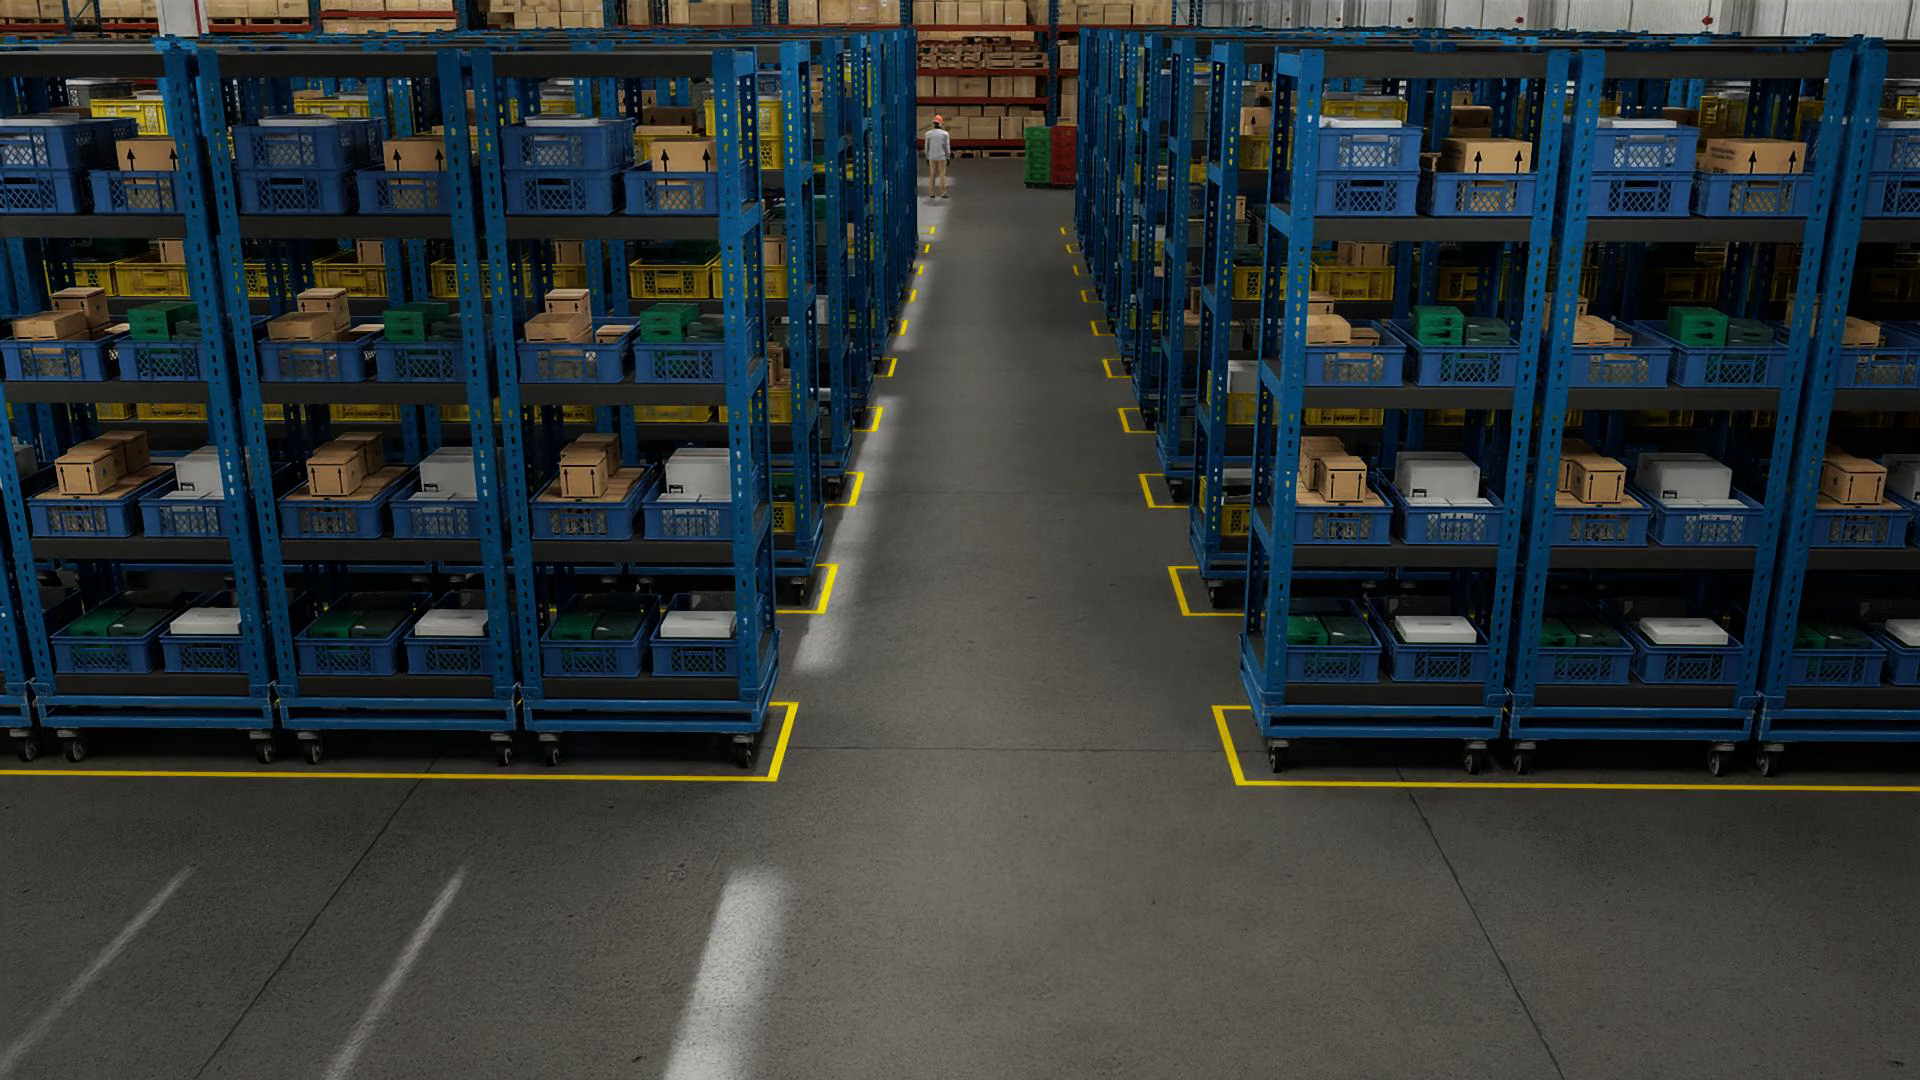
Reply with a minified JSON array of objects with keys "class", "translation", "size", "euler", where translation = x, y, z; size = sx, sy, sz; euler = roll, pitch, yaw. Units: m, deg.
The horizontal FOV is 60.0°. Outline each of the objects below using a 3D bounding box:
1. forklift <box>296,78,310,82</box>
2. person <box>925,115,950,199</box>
[{"class":"forklift","translation":[-16.955,-11.119,43.074],"size":[1.873,2.768,1.129],"euler":[0,17,1]},{"class":"person","translation":[-0.468,-8.188,35.579],"size":[0.563,1.755,0.320],"euler":[6,18,17]}]
